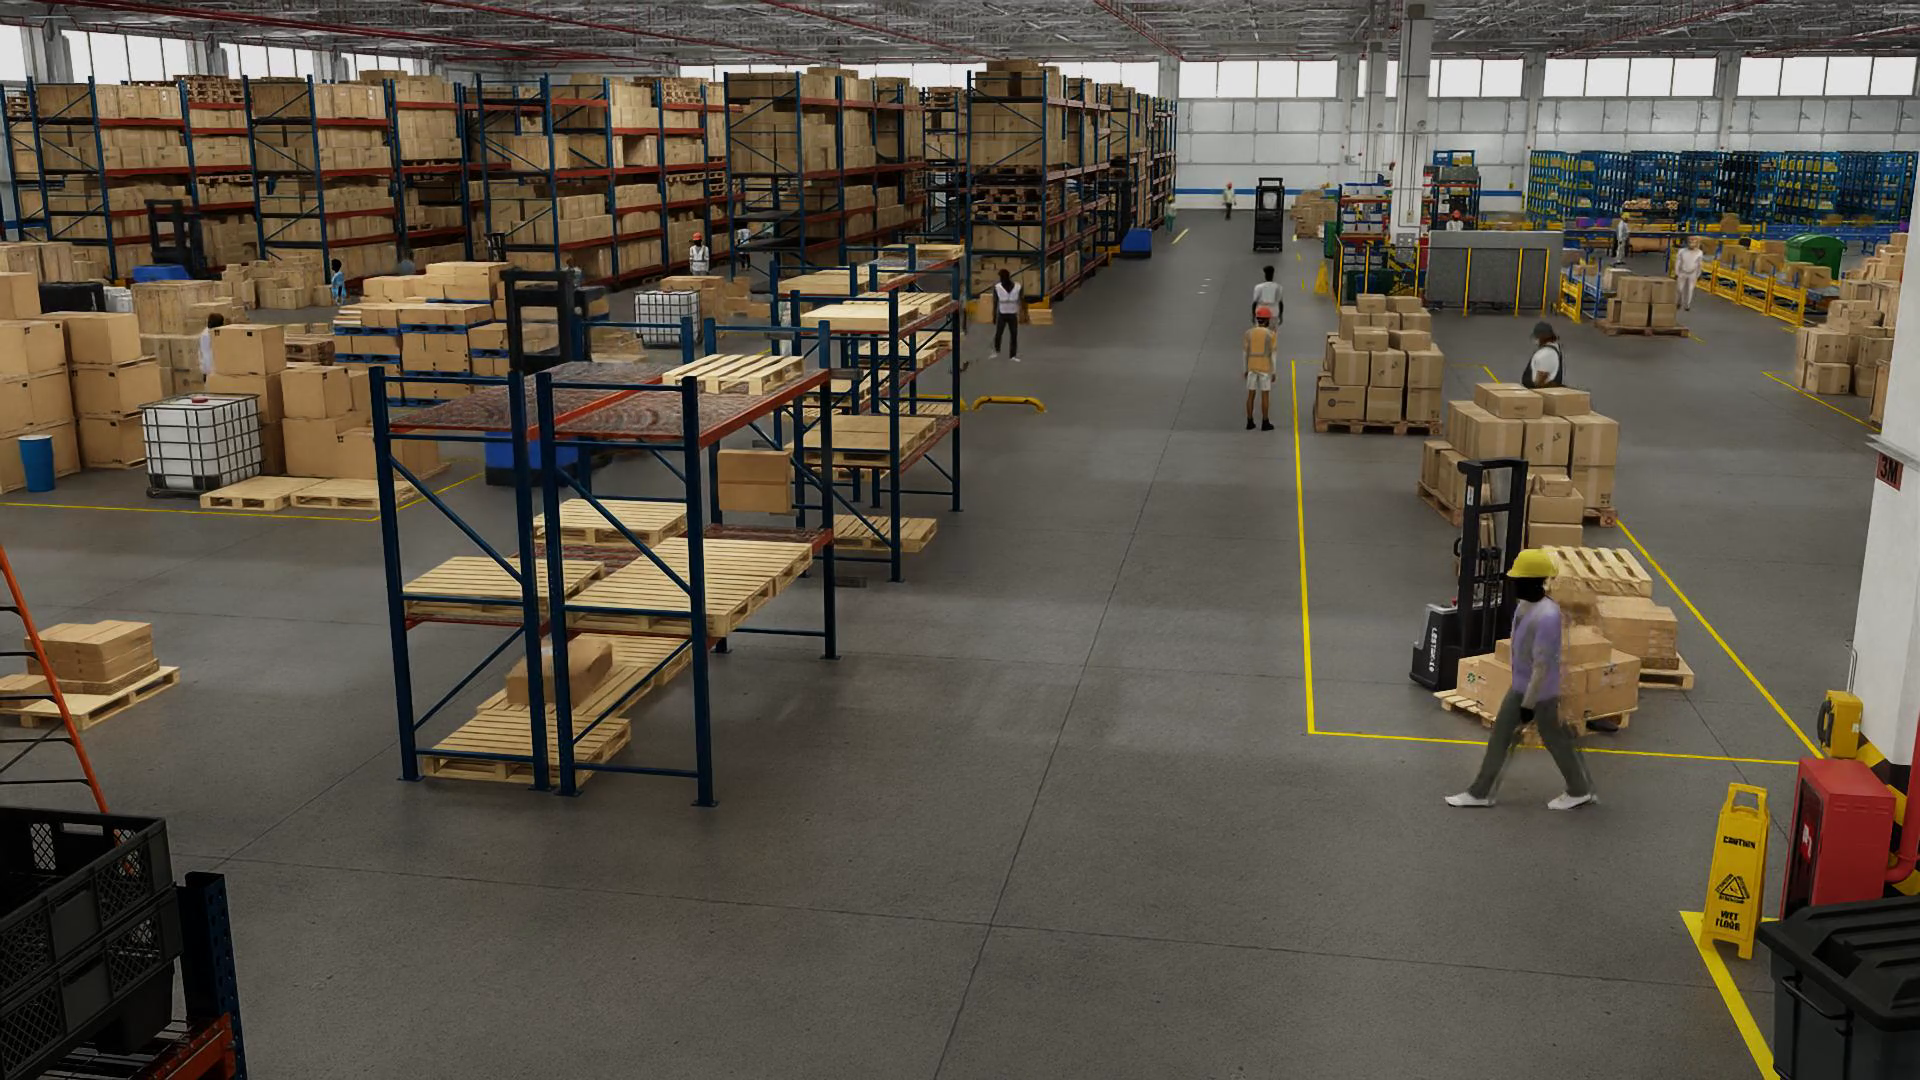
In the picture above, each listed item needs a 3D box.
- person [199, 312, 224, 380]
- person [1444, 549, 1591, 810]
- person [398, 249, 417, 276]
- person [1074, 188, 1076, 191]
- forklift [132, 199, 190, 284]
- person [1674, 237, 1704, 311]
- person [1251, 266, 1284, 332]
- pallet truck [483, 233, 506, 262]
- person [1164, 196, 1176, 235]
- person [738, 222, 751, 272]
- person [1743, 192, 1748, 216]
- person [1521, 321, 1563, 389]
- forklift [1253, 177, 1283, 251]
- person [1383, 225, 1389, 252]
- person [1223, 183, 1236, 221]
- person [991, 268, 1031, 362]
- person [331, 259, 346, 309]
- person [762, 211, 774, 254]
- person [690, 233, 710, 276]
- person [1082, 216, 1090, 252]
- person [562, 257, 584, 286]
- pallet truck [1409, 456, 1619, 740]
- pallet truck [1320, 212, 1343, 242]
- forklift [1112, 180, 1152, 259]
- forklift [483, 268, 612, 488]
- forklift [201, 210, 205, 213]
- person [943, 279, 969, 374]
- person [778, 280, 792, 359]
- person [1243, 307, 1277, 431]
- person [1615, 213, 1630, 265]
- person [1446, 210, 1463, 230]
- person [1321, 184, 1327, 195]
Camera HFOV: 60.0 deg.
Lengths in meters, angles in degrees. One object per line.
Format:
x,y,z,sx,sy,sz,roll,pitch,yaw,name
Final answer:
-11.843,-2.696,26.327,0.531,1.819,0.647,-3,14,-13,person
3.926,0.972,11.348,1.010,1.875,0.599,0,14,-2,person
-13.006,-5.926,39.346,0.631,1.876,1.043,10,17,35,person
6.156,-18.041,89.012,0.311,1.636,0.523,9,16,32,person
-21.227,-7.731,44.590,1.129,2.768,1.873,3,14,10,forklift
19.003,-6.930,43.368,0.677,1.891,0.431,4,14,17,person
6.249,-4.585,33.790,0.629,1.931,0.832,2,14,10,person
-11.832,-7.026,43.548,1.885,1.965,0.823,8,16,28,pallet truck
9.410,-14.557,74.688,0.530,1.724,0.907,2,14,9,person
-7.188,-9.806,55.476,0.319,1.690,0.535,13,19,42,person
37.697,-15.866,79.769,0.586,1.837,0.403,-6,15,-23,person
8.252,-2.143,23.631,0.546,2.000,0.717,10,17,34,person
12.083,-12.747,64.956,1.129,2.768,1.873,3,14,10,forklift
14.427,-9.889,55.940,0.282,1.626,0.496,-10,17,-35,person
13.984,-17.586,86.514,0.616,1.962,0.953,-4,15,-18,person
1.029,-4.604,33.941,0.801,1.896,0.628,-1,14,-2,person
-14.467,-5.691,38.747,0.318,1.697,0.535,-6,15,-24,person
-7.276,-11.670,63.170,0.499,1.629,0.280,-1,14,-4,person
-6.995,-7.258,44.614,0.551,1.934,0.373,3,14,11,person
4.339,-10.607,58.787,0.874,1.657,0.530,8,16,30,person
-9.359,-6.023,40.232,0.524,1.631,0.318,-1,14,-3,person
4.504,0.400,13.395,0.823,1.965,1.885,-6,15,-23,pallet truck
15.874,-13.227,70.310,0.680,1.201,1.601,10,17,35,pallet truck
6.082,-11.722,60.796,1.873,2.768,1.129,2,14,9,forklift
-5.569,-2.219,22.213,1.129,2.768,1.873,2,14,8,forklift
-25.351,-10.510,55.875,1.873,2.768,1.129,-2,14,-6,forklift
-0.100,-4.115,32.038,0.383,1.847,0.505,-8,16,-28,person
-3.589,-4.491,33.992,0.306,1.640,0.523,4,14,16,person
4.699,-2.680,26.033,0.547,1.934,0.376,9,16,31,person
23.147,-10.515,58.081,0.403,1.821,0.602,9,17,33,person
16.444,-9.943,55.301,0.609,2.040,0.394,-4,14,-15,person
19.990,-18.747,91.689,0.489,1.723,0.590,-4,14,-17,person
